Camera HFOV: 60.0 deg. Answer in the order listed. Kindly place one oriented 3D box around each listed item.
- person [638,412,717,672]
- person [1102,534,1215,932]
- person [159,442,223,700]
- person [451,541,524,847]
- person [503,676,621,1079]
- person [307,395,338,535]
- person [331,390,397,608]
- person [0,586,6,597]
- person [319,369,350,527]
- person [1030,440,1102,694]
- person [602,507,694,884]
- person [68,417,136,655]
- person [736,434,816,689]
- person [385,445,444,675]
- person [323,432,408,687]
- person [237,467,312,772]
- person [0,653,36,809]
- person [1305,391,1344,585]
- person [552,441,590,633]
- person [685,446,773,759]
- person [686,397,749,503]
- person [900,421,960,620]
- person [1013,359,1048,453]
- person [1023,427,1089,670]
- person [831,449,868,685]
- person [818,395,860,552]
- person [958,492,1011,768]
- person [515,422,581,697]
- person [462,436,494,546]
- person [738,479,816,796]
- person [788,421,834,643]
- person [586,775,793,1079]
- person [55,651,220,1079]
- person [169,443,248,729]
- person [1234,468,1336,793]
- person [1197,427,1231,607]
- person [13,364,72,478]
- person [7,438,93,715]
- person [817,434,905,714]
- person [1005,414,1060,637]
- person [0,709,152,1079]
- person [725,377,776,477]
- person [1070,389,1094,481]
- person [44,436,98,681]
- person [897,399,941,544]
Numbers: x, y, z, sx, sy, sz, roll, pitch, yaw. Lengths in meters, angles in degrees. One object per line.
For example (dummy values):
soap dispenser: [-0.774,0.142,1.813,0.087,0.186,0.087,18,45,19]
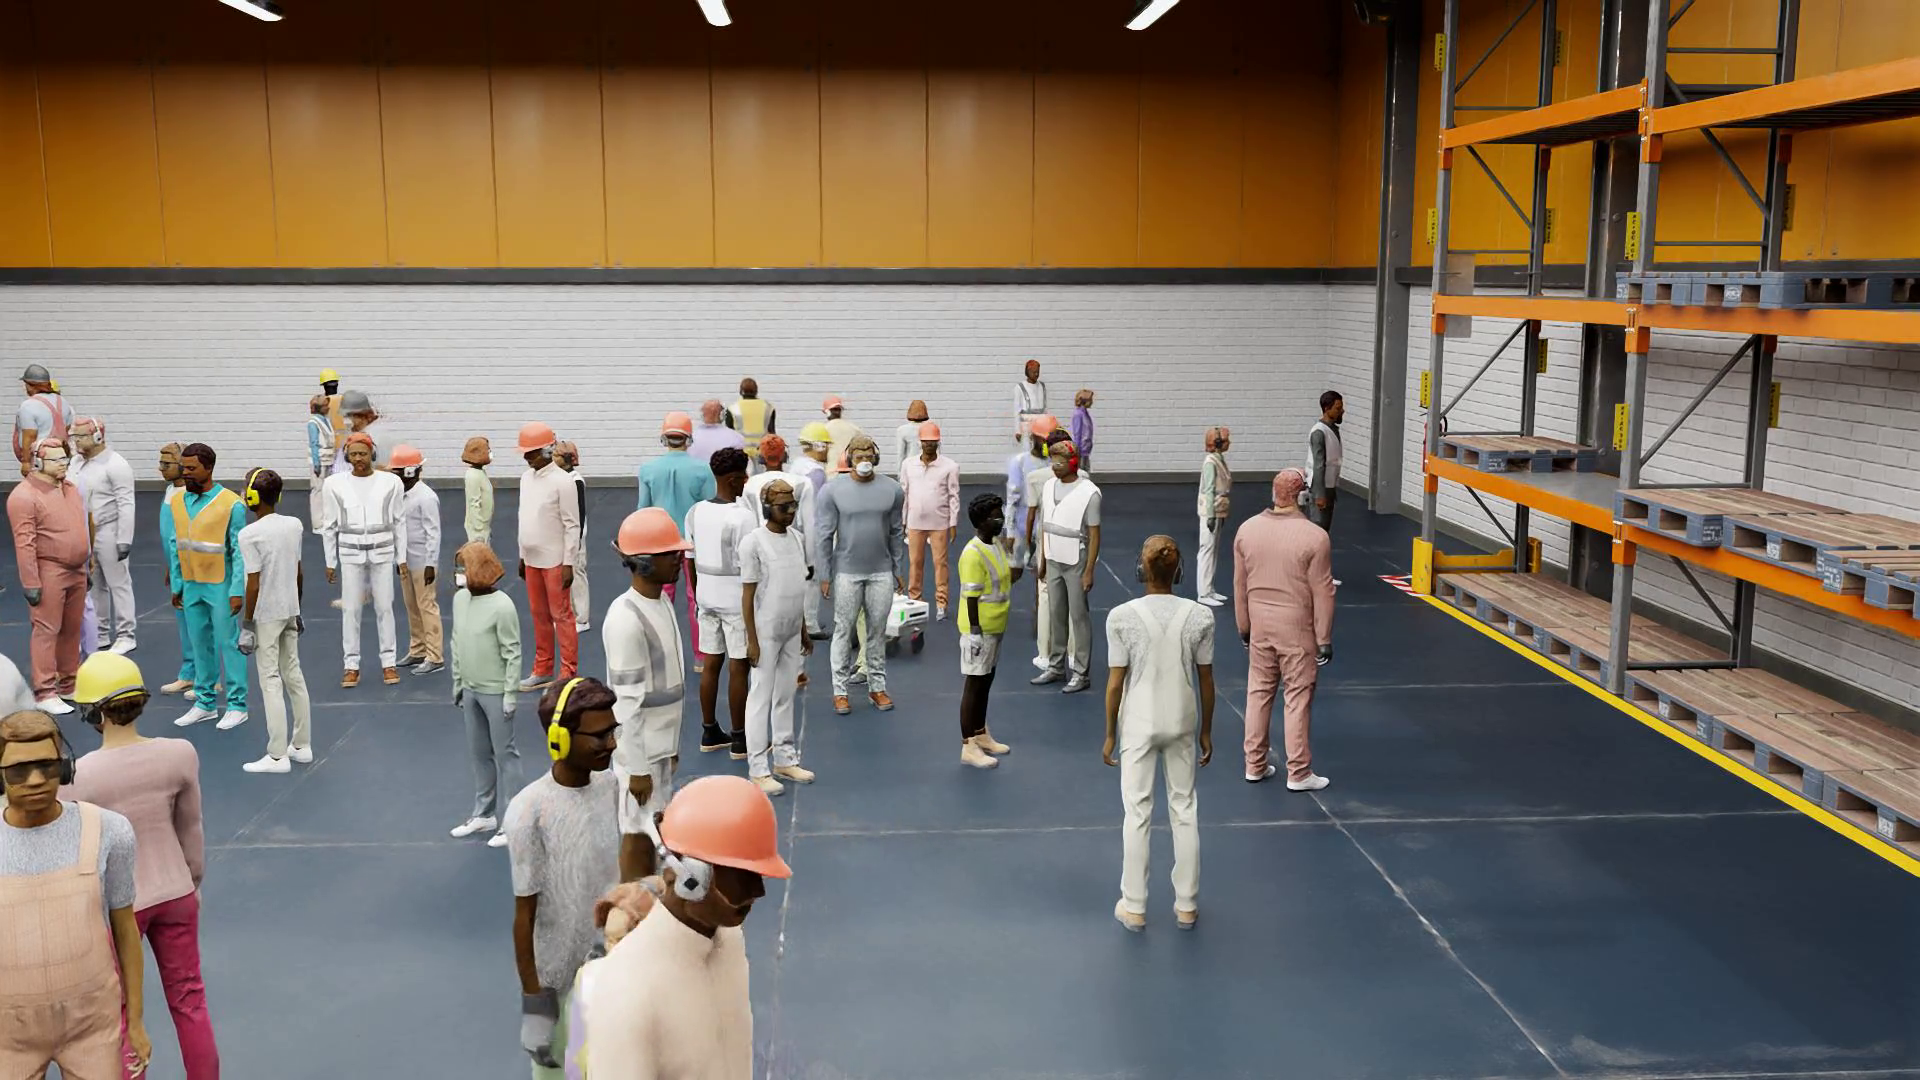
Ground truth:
person: [-2.132,0.018,12.693,0.623,1.990,0.402,1,9,4]
person: [0.915,0.890,7.681,0.517,1.843,0.326,-1,9,-5]
person: [-5.526,0.219,11.891,0.505,1.847,0.344,7,11,36]
person: [-2.522,0.811,8.844,0.503,1.631,0.274,7,11,38]
person: [-1.148,1.315,4.983,0.319,1.860,0.521,4,10,26]
person: [-7.458,-0.880,19.437,0.315,1.640,0.515,-1,9,-3]
person: [-5.351,-0.405,15.200,0.781,2.000,0.683,-9,12,-43]
person: [-9.207,-0.361,15.573,0.403,1.835,0.586,-3,10,-20]
person: [-7.429,-1.074,19.788,0.382,1.917,0.585,6,11,31]
person: [0.799,0.187,12.121,0.389,1.837,0.563,-7,12,-39]
person: [-1.320,0.875,7.148,0.384,2.047,0.608,1,9,4]
person: [-6.862,-0.027,13.245,0.643,1.910,0.399,4,10,25]
person: [-1.356,0.159,12.179,0.593,1.875,0.360,0,9,0]
person: [-4.160,0.143,12.661,0.330,1.747,0.575,-8,12,-42]
person: [-4.374,0.142,12.258,0.584,1.882,0.337,-3,10,-20]
person: [-4.203,0.485,10.147,0.328,1.872,0.513,3,9,16]
person: [-3.706,1.051,6.057,0.715,2.000,0.725,3,9,15]
person: [3.515,-0.483,16.079,0.395,1.917,0.587,4,10,25]
person: [-3.317,-0.027,14.081,0.309,1.641,0.515,-7,11,-38]
person: [-1.454,0.388,10.451,0.617,1.964,0.361,8,12,40]
person: [-2.266,-0.383,15.505,0.666,1.895,0.427,2,9,12]
person: [-0.282,-0.171,14.615,0.559,1.756,0.318,2,9,14]
person: [0.980,-1.537,22.831,0.583,1.878,0.365,-8,12,-40]
person: [0.746,0.066,12.780,0.532,1.868,0.310,-1,9,-4]
person: [-0.776,0.194,12.342,0.343,1.749,0.573,-1,9,-4]
person: [-1.360,-0.715,18.140,0.590,1.725,0.436,-7,11,-37]
person: [0.156,0.546,10.305,0.316,1.695,0.542,3,9,17]
person: [-2.984,0.139,11.958,0.622,1.984,0.393,8,12,40]
person: [-4.158,-0.085,14.460,0.280,1.636,0.500,-1,9,-9]
person: [-1.068,0.557,9.772,0.344,1.847,0.505,7,11,36]
person: [-1.233,-0.070,13.765,0.405,1.830,0.646,-3,10,-18]
person: [-0.718,1.477,3.713,0.881,1.952,0.647,4,10,21]
person: [-2.851,1.248,5.719,0.351,1.759,0.523,6,11,34]
person: [-5.024,0.301,11.149,0.593,1.920,0.391,3,9,17]
person: [1.930,0.523,9.799,0.651,1.904,0.403,9,13,43]
person: [2.337,-0.222,15.305,0.315,1.640,0.515,3,10,18]
person: [-10.270,-0.940,18.562,0.538,2.000,0.683,1,9,9]
person: [-6.263,0.241,11.568,0.406,1.906,0.654,1,9,5]
person: [-0.676,0.232,11.520,0.635,1.937,0.354,-3,10,-20]
person: [0.556,-0.122,13.912,0.582,1.898,0.868,-5,10,-26]
person: [-2.539,1.375,4.642,0.516,1.846,0.349,-5,10,-30]
person: [-2.512,-1.046,19.949,0.632,1.818,0.837,-4,10,-21]
person: [1.494,-1.048,20.538,0.321,1.630,0.530,3,10,19]
person: [-6.700,0.138,12.459,0.360,1.834,0.519,2,9,14]
person: [-0.464,-0.764,18.723,0.500,1.636,0.281,-1,9,-7]
